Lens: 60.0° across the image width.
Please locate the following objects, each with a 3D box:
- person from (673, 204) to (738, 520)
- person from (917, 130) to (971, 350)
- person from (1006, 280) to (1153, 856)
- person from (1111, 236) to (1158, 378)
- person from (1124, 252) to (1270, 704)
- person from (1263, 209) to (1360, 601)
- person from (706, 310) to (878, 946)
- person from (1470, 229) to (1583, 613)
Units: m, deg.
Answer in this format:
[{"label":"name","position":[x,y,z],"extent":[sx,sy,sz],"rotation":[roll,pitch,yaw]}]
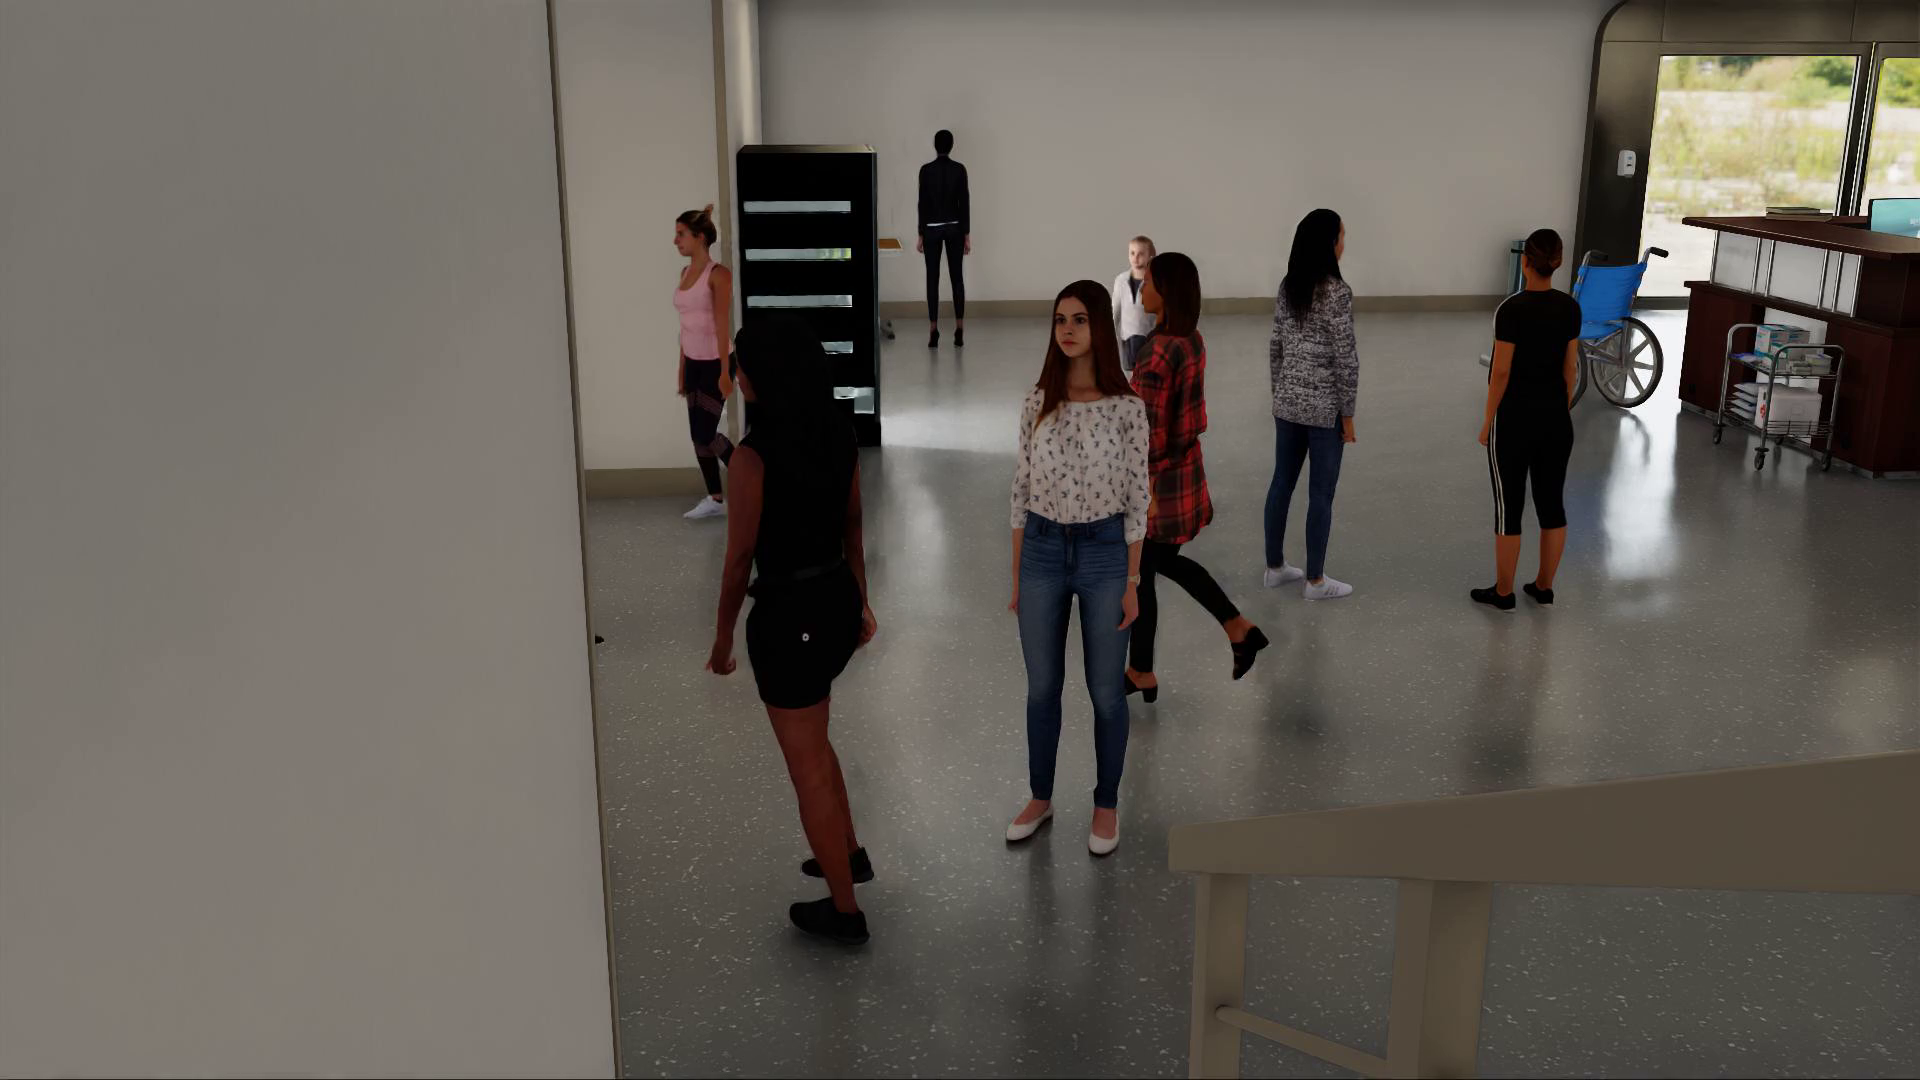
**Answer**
[{"label":"person","position":[-1.257,-0.922,8.736],"extent":[0.797,1.642,0.734],"rotation":[-14,21,-42]},{"label":"person","position":[-0.142,-2.569,14.224],"extent":[0.610,1.834,0.518],"rotation":[-2,16,-6]},{"label":"person","position":[0.355,0.081,5.019],"extent":[0.647,1.729,0.641],"rotation":[6,17,19]},{"label":"person","position":[1.209,-1.372,11.047],"extent":[0.796,1.248,0.917],"rotation":[9,18,28]},{"label":"person","position":[0.815,-0.187,6.041],"extent":[0.940,1.690,0.933],"rotation":[8,18,27]},{"label":"person","position":[1.570,-0.611,7.466],"extent":[0.752,1.732,0.627],"rotation":[-11,19,-33]},{"label":"person","position":[-0.343,0.284,4.312],"extent":[0.831,1.723,0.749],"rotation":[11,19,35]},{"label":"person","position":[2.493,-0.520,7.263],"extent":[0.609,1.669,0.551],"rotation":[-4,16,-14]}]
